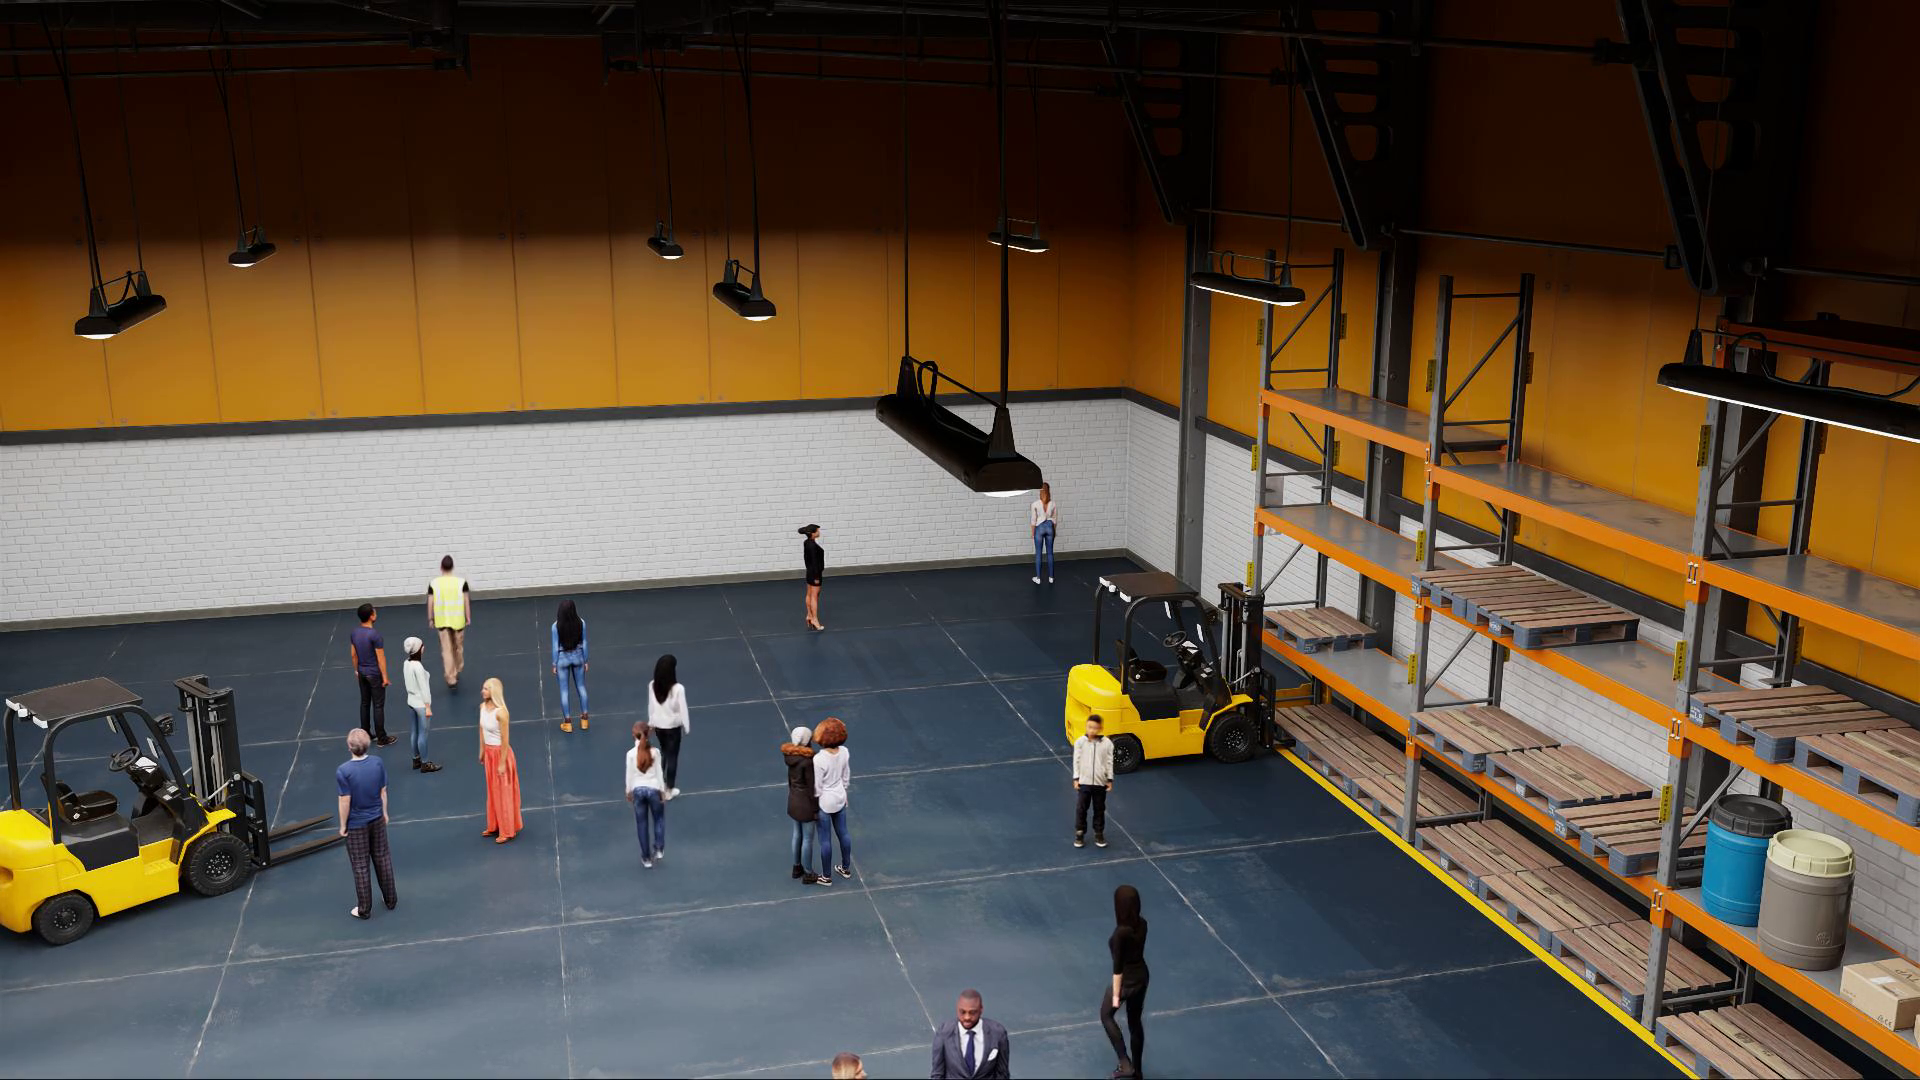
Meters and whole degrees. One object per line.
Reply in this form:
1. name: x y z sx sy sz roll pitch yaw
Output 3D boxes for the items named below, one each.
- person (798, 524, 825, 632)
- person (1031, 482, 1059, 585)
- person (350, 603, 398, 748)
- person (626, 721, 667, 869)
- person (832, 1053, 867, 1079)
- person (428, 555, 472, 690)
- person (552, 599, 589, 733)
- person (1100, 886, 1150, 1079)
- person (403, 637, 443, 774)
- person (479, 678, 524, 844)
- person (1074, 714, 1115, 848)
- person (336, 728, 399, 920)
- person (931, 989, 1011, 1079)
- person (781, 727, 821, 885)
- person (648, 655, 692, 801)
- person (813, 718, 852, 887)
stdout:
1. person: -2.229 0.554 25.335 0.647 1.640 0.586 -5 15 -21
2. person: 1.423 -0.129 27.984 0.612 1.720 0.534 -3 14 -12
3. person: -7.265 1.654 20.469 0.716 1.793 0.750 6 15 23
4. person: -3.211 2.617 17.013 0.557 1.548 0.637 -3 14 -11
5. person: -0.722 4.072 10.729 0.662 1.676 0.507 1 14 4
6. person: -6.921 1.137 22.567 0.829 1.810 1.200 -6 15 -24
7. person: -4.918 1.568 20.996 0.659 1.712 0.602 -7 15 -28
8. person: 1.396 3.524 13.096 0.678 1.628 0.708 -12 18 -41
9. person: -6.391 1.927 19.657 0.706 1.644 0.588 -12 18 -42
10. person: -4.910 2.322 17.691 0.785 1.802 0.682 -13 19 -42
11. person: 1.405 2.524 17.599 0.628 1.452 0.595 0 14 0
12. person: -5.714 2.702 15.974 0.728 1.871 0.738 13 19 43
13. person: 0.070 3.867 11.265 0.755 1.824 0.684 0 14 0
14. person: -1.570 2.645 16.715 0.783 1.634 0.675 -10 17 -35
15. person: -3.339 2.130 18.725 0.753 1.688 0.787 5 14 19
16. person: -1.292 2.607 16.701 0.741 1.713 0.765 -12 18 -42
